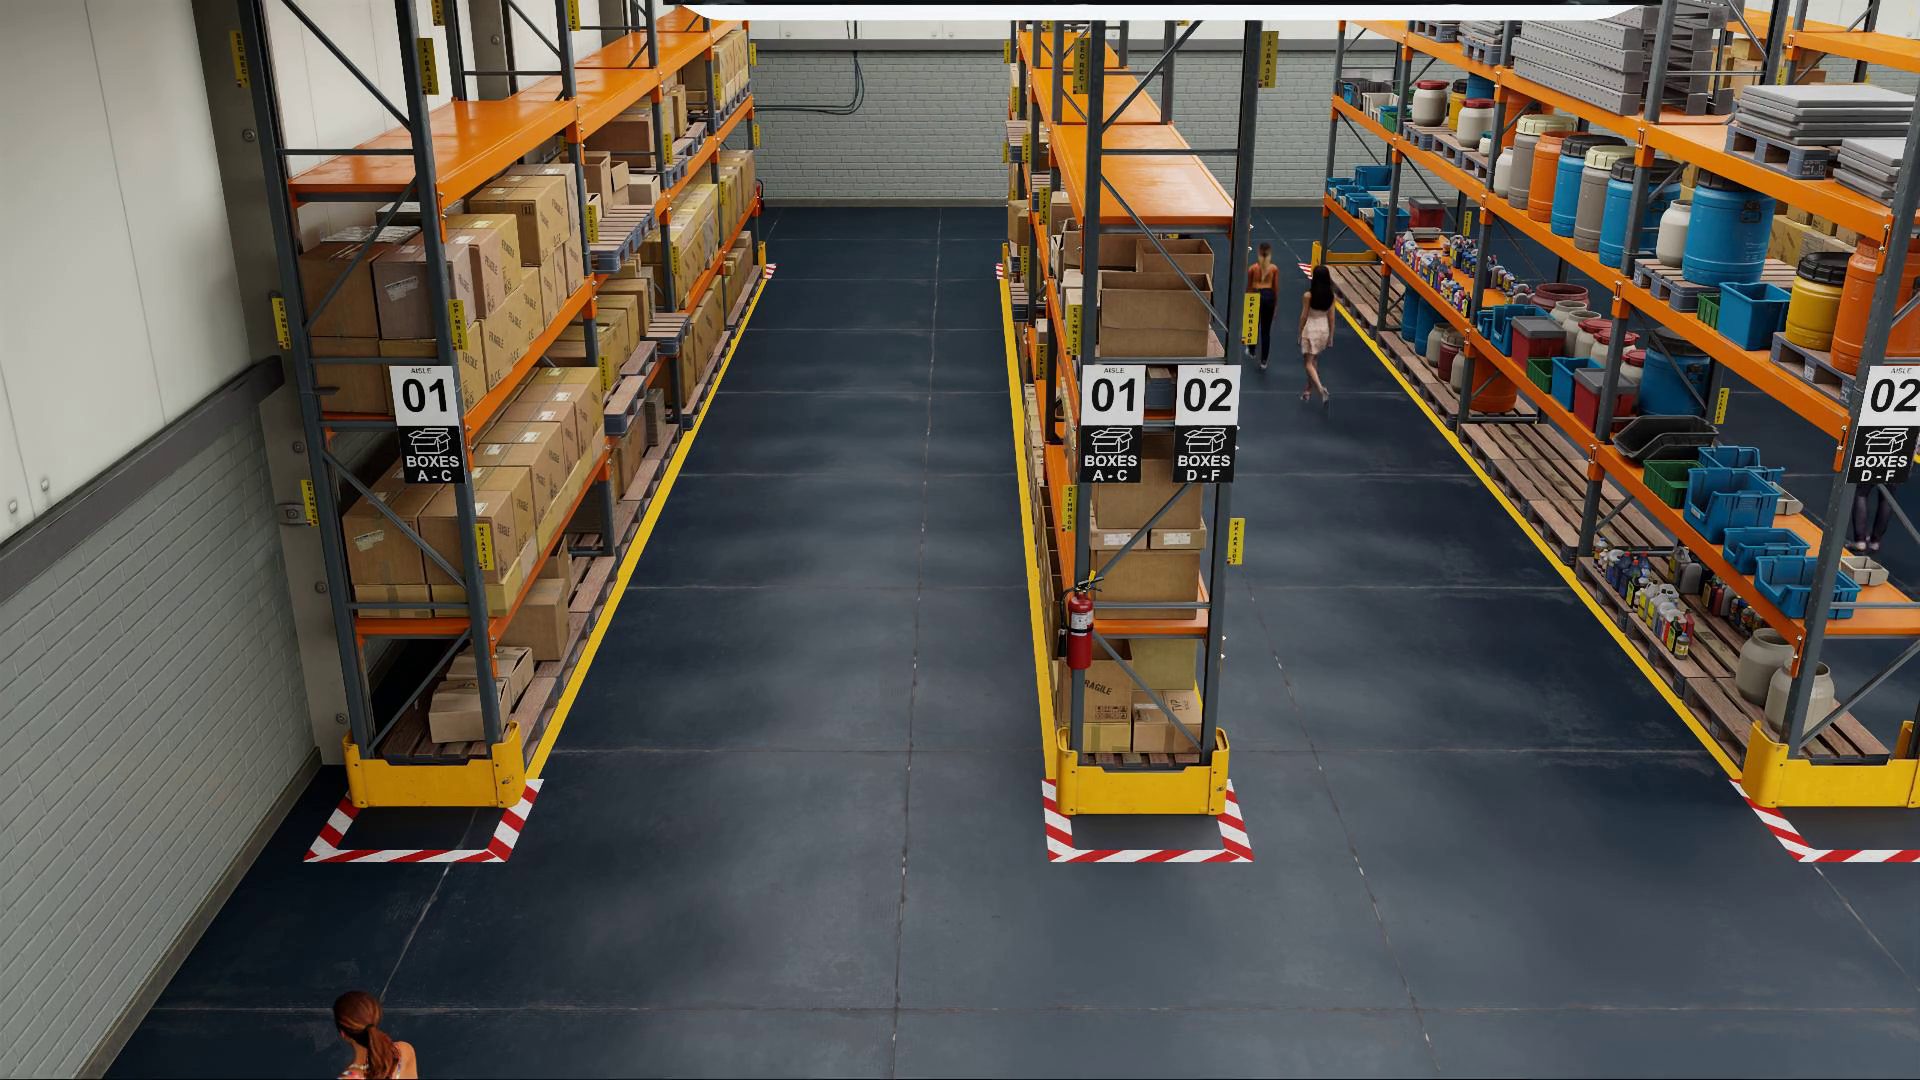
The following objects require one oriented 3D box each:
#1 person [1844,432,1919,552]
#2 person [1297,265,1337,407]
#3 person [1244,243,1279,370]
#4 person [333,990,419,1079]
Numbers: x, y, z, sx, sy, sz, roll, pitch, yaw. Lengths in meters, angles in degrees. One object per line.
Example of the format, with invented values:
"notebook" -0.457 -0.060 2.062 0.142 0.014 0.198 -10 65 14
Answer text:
"person" 8.681 -0.746 15.613 0.755 1.821 0.791 4 23 9
"person" 4.240 -2.364 19.711 0.704 1.713 1.010 -4 23 -10
"person" 3.889 -2.974 21.365 0.593 1.588 1.036 1 22 3
"person" -2.477 2.714 7.197 0.734 1.788 0.662 16 27 35
